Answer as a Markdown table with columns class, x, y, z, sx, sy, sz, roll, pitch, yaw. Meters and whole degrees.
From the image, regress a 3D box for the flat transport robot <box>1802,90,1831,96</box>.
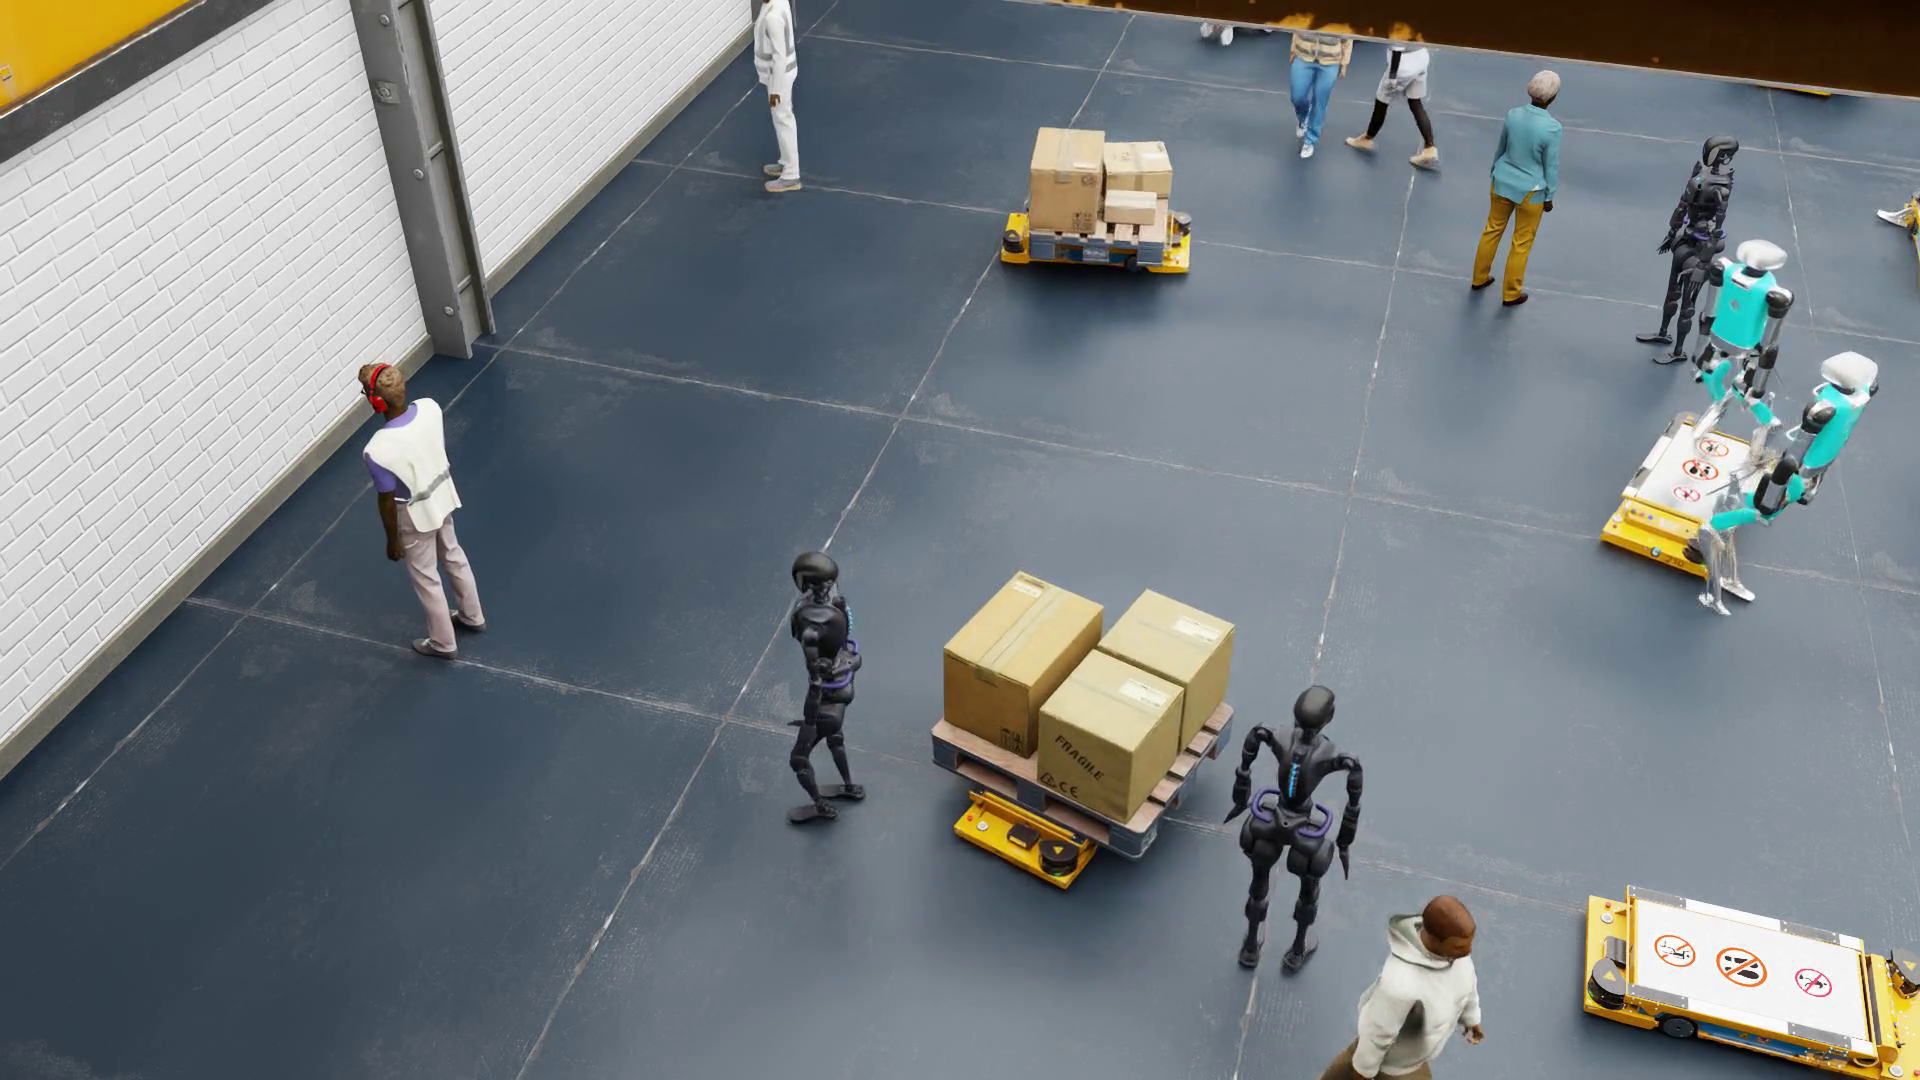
| class | x | y | z | sx | sy | sz | roll | pitch | yaw |
| --- | --- | --- | --- | --- | --- | --- | --- | --- | --- |
| flat transport robot | 8.007 | -4.593 | 15.718 | 0.659 | 0.231 | 1.431 | 20 | 43 | 23 |

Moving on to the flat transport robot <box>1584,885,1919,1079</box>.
| class | x | y | z | sx | sy | sz | roll | pitch | yaw |
| --- | --- | --- | --- | --- | --- | --- | --- | --- | --- |
| flat transport robot | 3.583 | 2.009 | 7.506 | 1.431 | 0.231 | 0.659 | 11 | 40 | 14 |

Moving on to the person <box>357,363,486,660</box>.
| class | x | y | z | sx | sy | sz | roll | pitch | yaw |
| --- | --- | --- | --- | --- | --- | --- | --- | --- | --- |
| person | -2.880 | -0.140 | 8.932 | 0.393 | 1.837 | 0.557 | 12 | 40 | 14 |

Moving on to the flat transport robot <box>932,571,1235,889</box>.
| class | x | y | z | sx | sy | sz | roll | pitch | yaw |
| --- | --- | --- | --- | --- | --- | --- | --- | --- | --- |
| flat transport robot | 0.634 | 1.150 | 8.574 | 0.659 | 0.231 | 1.431 | 23 | 44 | 26 |

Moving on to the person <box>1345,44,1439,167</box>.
| class | x | y | z | sx | sy | sz | roll | pitch | yaw |
| --- | --- | --- | --- | --- | --- | --- | --- | --- | --- |
| person | 3.711 | -3.912 | 13.764 | 0.850 | 1.649 | 0.536 | 31 | 48 | 32 |

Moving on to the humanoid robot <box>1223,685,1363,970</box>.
| class | x | y | z | sx | sy | sz | roll | pitch | yaw |
| --- | --- | --- | --- | --- | --- | --- | --- | --- | --- |
| humanoid robot | 1.436 | 1.268 | 7.301 | 0.599 | 1.656 | 0.315 | 18 | 42 | 21 |

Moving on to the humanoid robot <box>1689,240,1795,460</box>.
| class | x | y | z | sx | sy | sz | roll | pitch | yaw |
| --- | --- | --- | --- | --- | --- | --- | --- | --- | --- |
| humanoid robot | 4.856 | -1.064 | 10.209 | 0.816 | 1.813 | 0.531 | -20 | 43 | -23 |

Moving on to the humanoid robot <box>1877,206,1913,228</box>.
| class | x | y | z | sx | sy | sz | roll | pitch | yaw |
| --- | --- | --- | --- | --- | --- | --- | --- | --- | --- |
| humanoid robot | 7.802 | -3.091 | 12.697 | 0.530 | 1.770 | 0.944 | -32 | 49 | -33 |

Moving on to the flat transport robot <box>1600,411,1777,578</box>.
| class | x | y | z | sx | sy | sz | roll | pitch | yaw |
| --- | --- | --- | --- | --- | --- | --- | --- | --- | --- |
| flat transport robot | 4.578 | -0.308 | 10.387 | 0.659 | 0.231 | 1.431 | 24 | 45 | 27 |

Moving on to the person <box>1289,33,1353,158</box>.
| class | x | y | z | sx | sy | sz | roll | pitch | yaw |
| --- | --- | --- | --- | --- | --- | --- | --- | --- | --- |
| person | 3.004 | -4.024 | 13.861 | 0.518 | 1.707 | 0.473 | 15 | 41 | 18 |

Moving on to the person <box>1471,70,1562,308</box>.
| class | x | y | z | sx | sy | sz | roll | pitch | yaw |
| --- | --- | --- | --- | --- | --- | --- | --- | --- | --- |
| person | 4.038 | -2.523 | 11.968 | 0.342 | 1.749 | 0.529 | -26 | 45 | -28 |

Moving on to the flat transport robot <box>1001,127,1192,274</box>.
| class | x | y | z | sx | sy | sz | roll | pitch | yaw |
| --- | --- | --- | --- | --- | --- | --- | --- | --- | --- |
| flat transport robot | 1.067 | -2.348 | 12.925 | 1.431 | 0.231 | 0.659 | 5 | 39 | 6 |

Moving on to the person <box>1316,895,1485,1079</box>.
| class | x | y | z | sx | sy | sz | roll | pitch | yaw |
| --- | --- | --- | --- | --- | --- | --- | --- | --- | --- |
| person | 1.765 | 1.958 | 6.411 | 0.863 | 1.723 | 0.528 | 27 | 46 | 29 |

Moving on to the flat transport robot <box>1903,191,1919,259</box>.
| class | x | y | z | sx | sy | sz | roll | pitch | yaw |
| --- | --- | --- | --- | --- | --- | --- | --- | --- | --- |
| flat transport robot | 7.730 | -2.243 | 12.794 | 0.659 | 0.231 | 1.431 | 10 | 40 | 13 |

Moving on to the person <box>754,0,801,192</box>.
| class | x | y | z | sx | sy | sz | roll | pitch | yaw |
| --- | --- | --- | --- | --- | --- | --- | --- | --- | --- |
| person | -1.474 | -3.722 | 13.346 | 0.339 | 1.882 | 0.582 | -3 | 39 | -3 |

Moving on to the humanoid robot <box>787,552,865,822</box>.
| class | x | y | z | sx | sy | sz | roll | pitch | yaw |
| --- | --- | --- | --- | --- | --- | --- | --- | --- | --- |
| humanoid robot | -0.664 | 0.690 | 8.021 | 0.352 | 1.642 | 0.599 | 5 | 39 | 6 |

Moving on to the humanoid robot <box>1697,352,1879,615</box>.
| class | x | y | z | sx | sy | sz | roll | pitch | yaw |
| --- | --- | --- | --- | --- | --- | --- | --- | --- | --- |
| humanoid robot | 4.479 | -0.355 | 9.246 | 0.531 | 1.751 | 0.709 | -25 | 45 | -27 |

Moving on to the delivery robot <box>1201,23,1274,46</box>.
| class | x | y | z | sx | sy | sz | roll | pitch | yaw |
| --- | --- | --- | --- | --- | --- | --- | --- | --- | --- |
| delivery robot | 2.737 | -5.204 | 16.236 | 0.753 | 0.579 | 0.499 | -27 | 46 | -29 |

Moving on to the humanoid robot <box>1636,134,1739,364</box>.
| class | x | y | z | sx | sy | sz | roll | pitch | yaw |
| --- | --- | --- | --- | --- | --- | --- | --- | --- | --- |
| humanoid robot | 4.994 | -1.984 | 11.337 | 0.315 | 1.657 | 0.599 | -1 | 39 | -2 |
